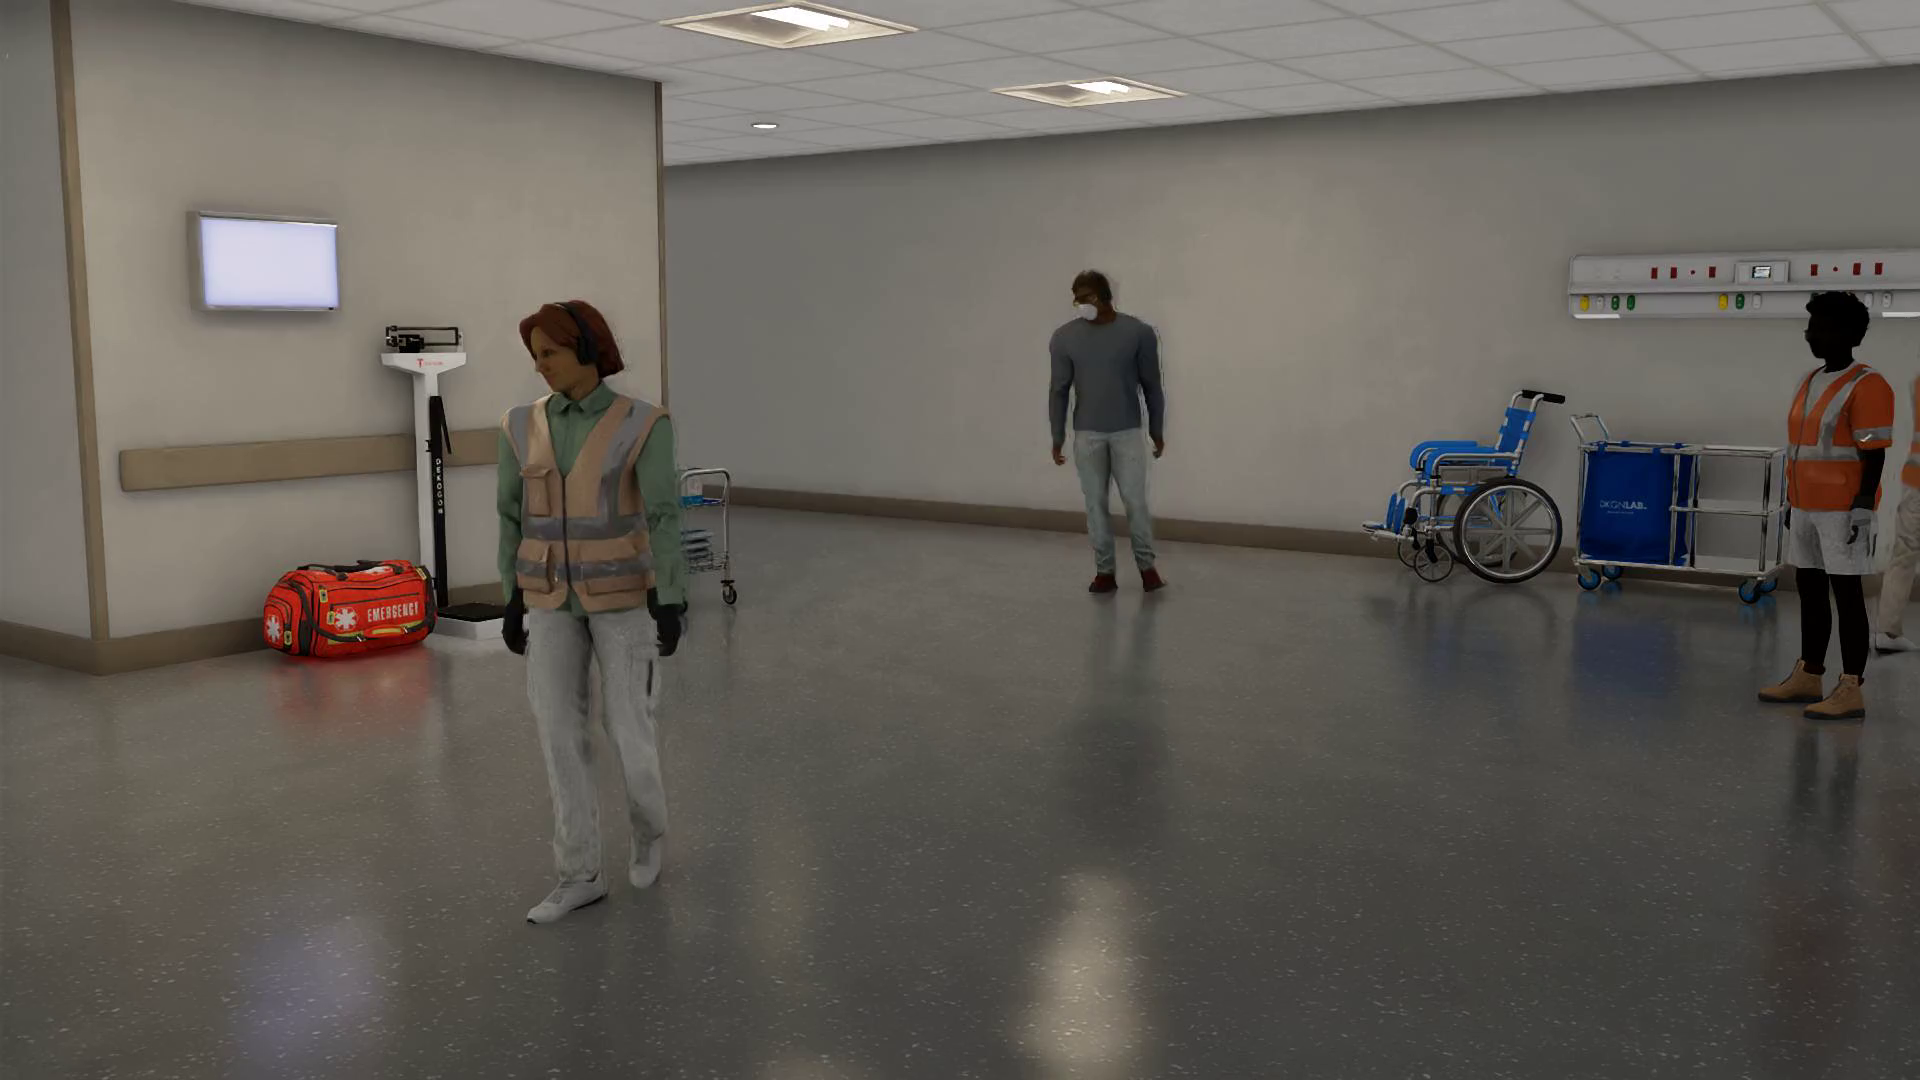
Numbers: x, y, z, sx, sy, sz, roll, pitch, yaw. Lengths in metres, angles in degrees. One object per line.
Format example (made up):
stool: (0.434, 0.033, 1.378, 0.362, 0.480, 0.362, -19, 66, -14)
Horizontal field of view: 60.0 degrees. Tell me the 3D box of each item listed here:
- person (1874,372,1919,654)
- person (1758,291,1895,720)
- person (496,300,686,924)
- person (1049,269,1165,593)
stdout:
person: (4.737, -0.248, 7.880, 0.816, 1.601, 0.531, -1, 7, -12)
person: (3.465, -0.139, 6.636, 0.316, 1.696, 0.542, -1, 7, -5)
person: (-0.965, 0.175, 4.451, 0.558, 1.620, 0.548, 2, 7, 13)
person: (0.844, -0.619, 9.707, 0.656, 1.896, 0.479, 1, 7, 12)
